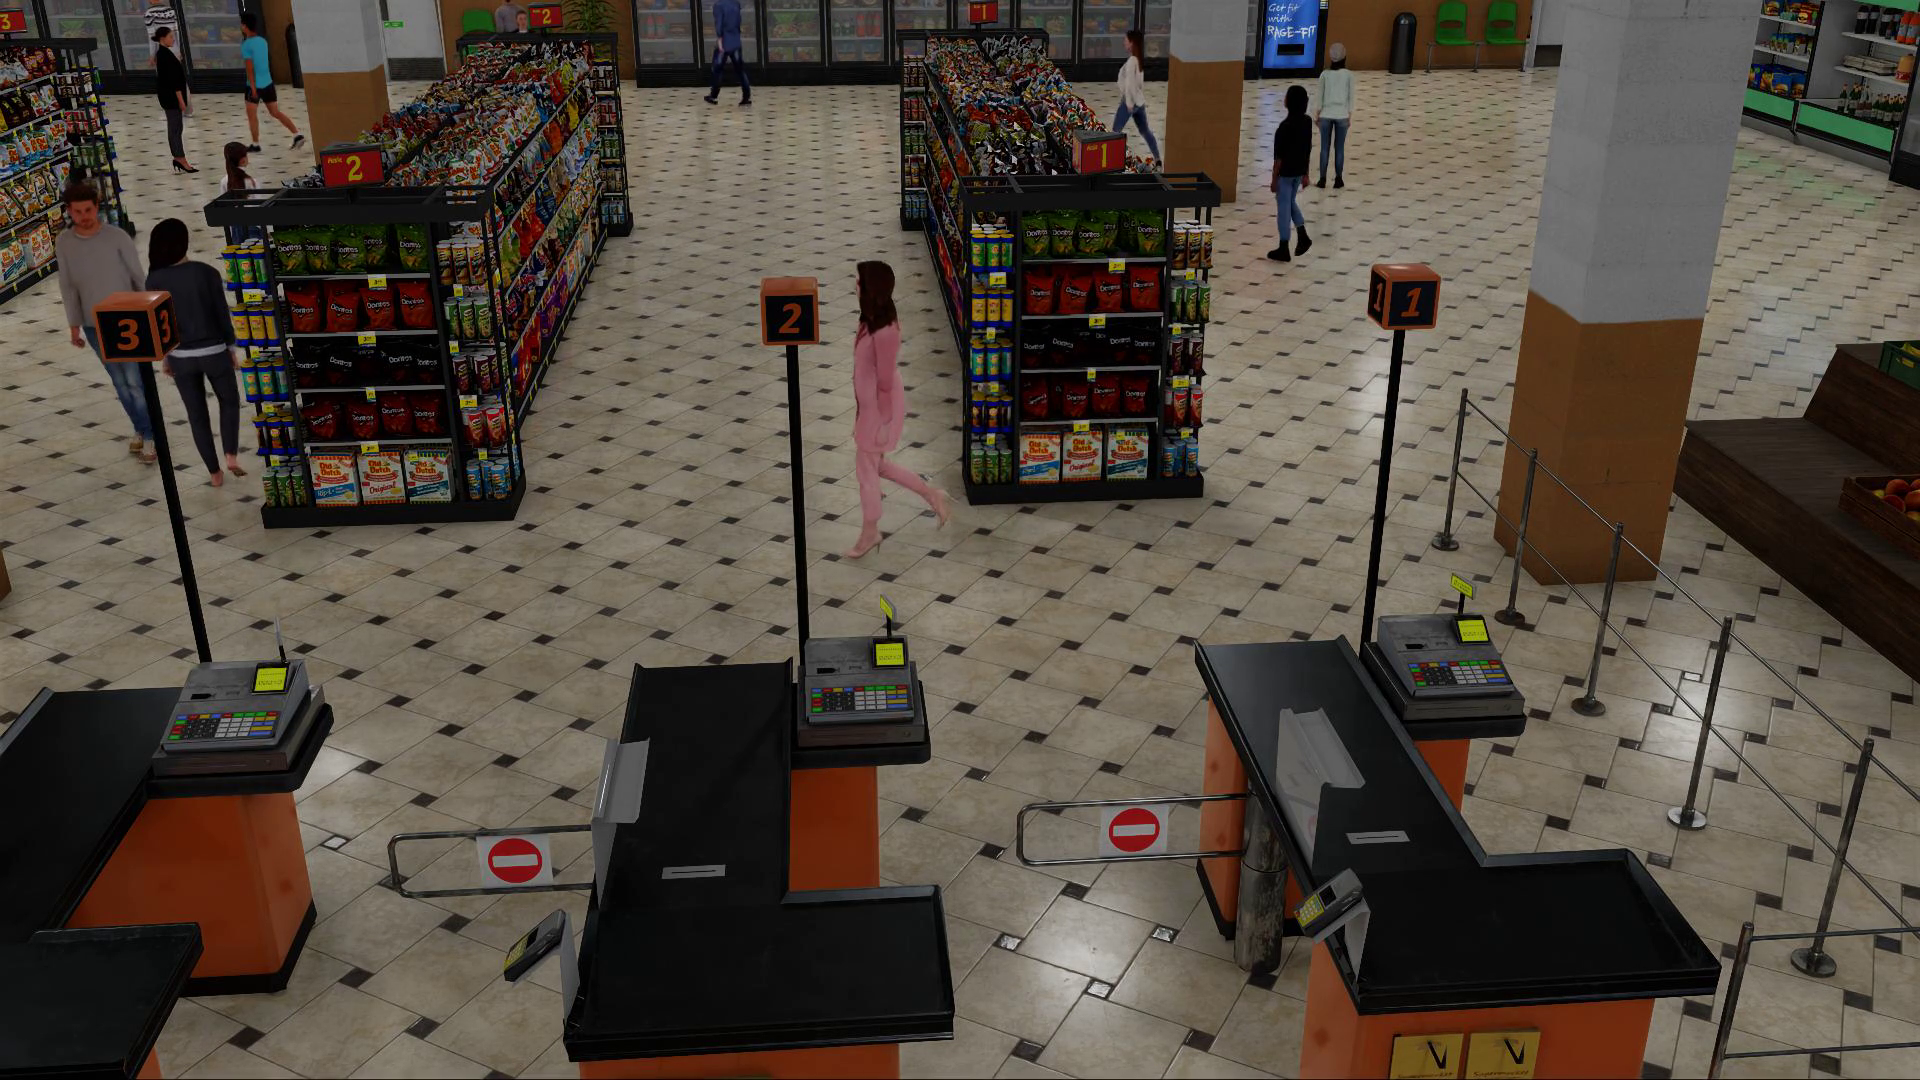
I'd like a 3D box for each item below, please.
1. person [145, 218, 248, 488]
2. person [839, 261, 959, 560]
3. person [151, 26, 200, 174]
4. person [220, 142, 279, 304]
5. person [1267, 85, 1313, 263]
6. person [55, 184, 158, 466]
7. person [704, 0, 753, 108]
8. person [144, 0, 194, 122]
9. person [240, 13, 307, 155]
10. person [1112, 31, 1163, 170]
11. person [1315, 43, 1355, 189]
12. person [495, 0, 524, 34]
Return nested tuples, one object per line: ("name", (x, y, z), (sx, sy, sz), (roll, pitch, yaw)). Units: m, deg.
("person", (-4.836, -1.154, 10.584), (0.738, 1.763, 0.789), (-10, 26, -22))
("person", (-0.375, -0.719, 9.564), (0.707, 1.785, 0.884), (-4, 24, -9))
("person", (-9.591, -5.355, 20.240), (0.787, 1.719, 0.666), (-14, 27, -28))
("person", (-6.055, -2.604, 14.154), (0.563, 1.558, 0.547), (1, 24, 3))
("person", (3.253, -3.500, 16.045), (0.753, 1.684, 0.821), (-19, 30, -37))
("person", (-5.696, -1.480, 11.199), (0.706, 1.867, 0.870), (-4, 24, -9))
("person", (-3.344, -7.222, 24.433), (1.282, 1.777, 1.205), (20, 30, 38))
("person", (-11.317, -6.953, 23.715), (0.825, 1.862, 0.689), (10, 26, 21))
("person", (-8.795, -5.756, 21.127), (0.997, 1.742, 1.175), (7, 25, 16))
("person", (2.174, -5.268, 20.129), (1.033, 1.649, 1.132), (9, 25, 20))
("person", (4.369, -4.951, 19.404), (0.631, 1.649, 0.605), (6, 24, 13))
("person", (-6.463, -7.073, 24.012), (0.793, 1.844, 0.711), (16, 28, 32))
